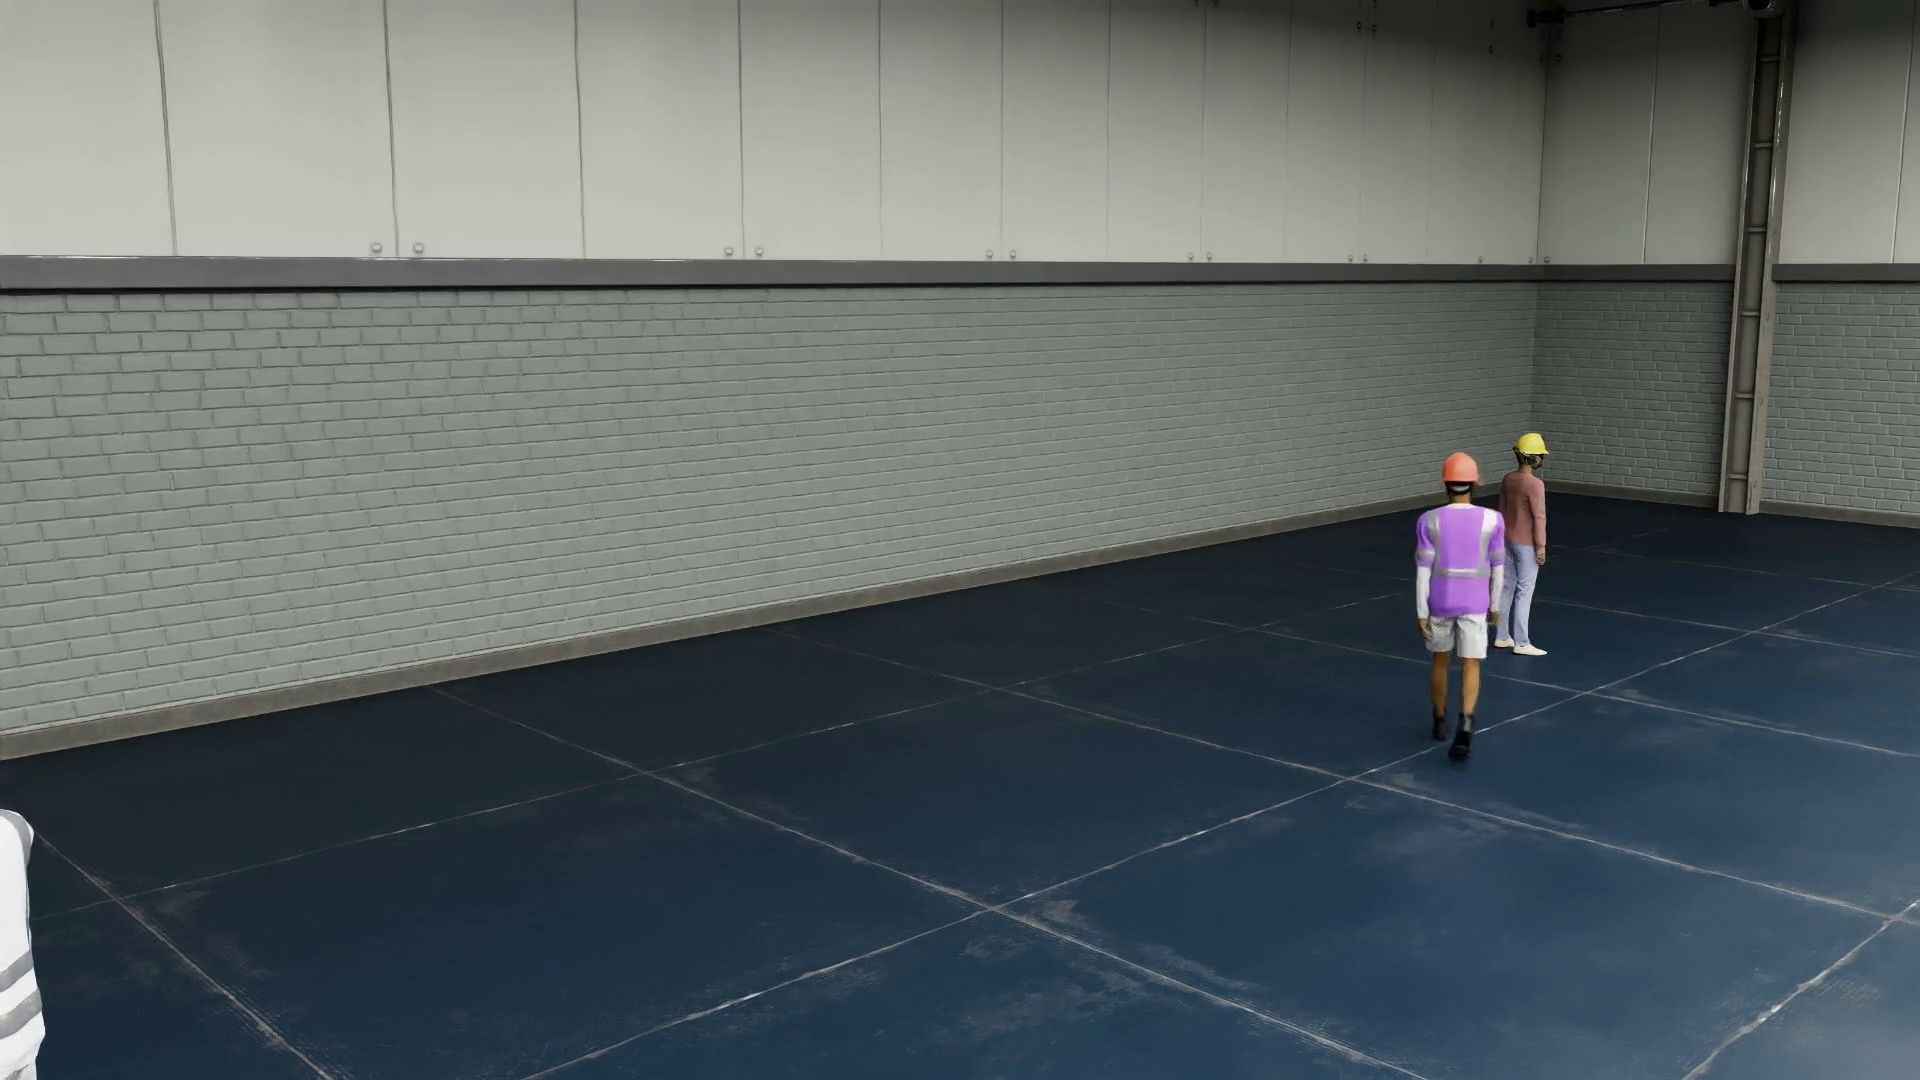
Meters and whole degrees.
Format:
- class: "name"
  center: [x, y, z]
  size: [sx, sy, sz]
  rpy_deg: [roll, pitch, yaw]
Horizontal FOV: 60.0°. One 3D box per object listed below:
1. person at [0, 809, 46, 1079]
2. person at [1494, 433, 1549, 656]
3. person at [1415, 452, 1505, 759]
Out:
- class: "person"
  center: [-2.651, 1.390, 4.435]
  size: [0.359, 1.883, 0.573]
  rpy_deg: [0, 9, -2]
- class: "person"
  center: [4.486, 0.032, 13.223]
  size: [0.312, 1.767, 0.533]
  rpy_deg: [-3, 9, -15]
- class: "person"
  center: [3.138, 0.406, 10.487]
  size: [0.545, 1.911, 0.845]
  rpy_deg: [3, 10, 17]
